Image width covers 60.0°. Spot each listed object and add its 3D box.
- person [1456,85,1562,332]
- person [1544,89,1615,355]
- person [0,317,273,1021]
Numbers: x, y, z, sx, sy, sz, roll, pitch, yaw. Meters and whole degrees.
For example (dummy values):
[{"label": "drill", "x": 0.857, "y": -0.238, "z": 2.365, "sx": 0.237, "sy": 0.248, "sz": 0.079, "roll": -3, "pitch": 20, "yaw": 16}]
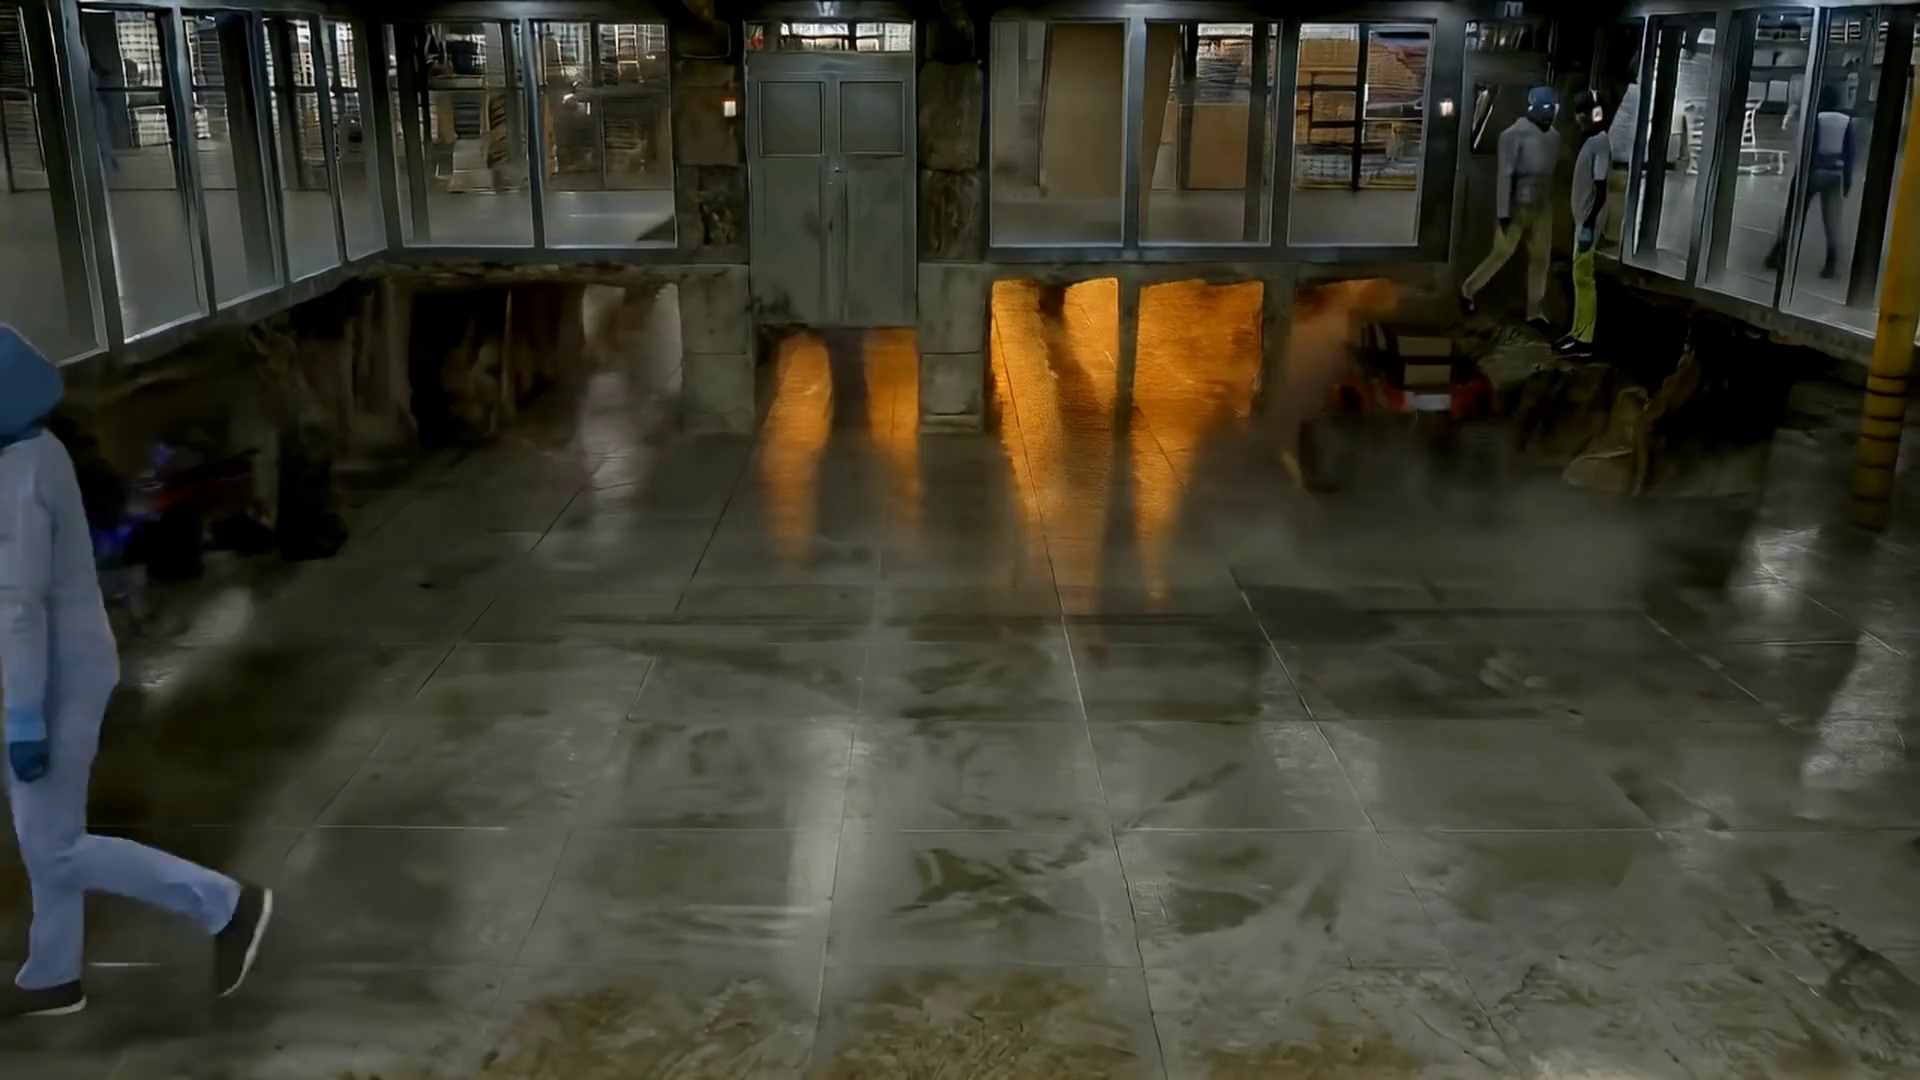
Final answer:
[{"label": "person", "x": 4.373, "y": -2.611, "z": 13.055, "sx": 0.652, "sy": 1.869, "sz": 0.891, "roll": -9, "pitch": 19, "yaw": -29}, {"label": "person", "x": 4.432, "y": -2.242, "z": 11.823, "sx": 0.329, "sy": 1.861, "sz": 0.508, "roll": 4, "pitch": 17, "yaw": 12}, {"label": "person", "x": -1.896, "y": 0.315, "z": 3.530, "sx": 0.581, "sy": 1.620, "sz": 0.519, "roll": -8, "pitch": 18, "yaw": -24}]
